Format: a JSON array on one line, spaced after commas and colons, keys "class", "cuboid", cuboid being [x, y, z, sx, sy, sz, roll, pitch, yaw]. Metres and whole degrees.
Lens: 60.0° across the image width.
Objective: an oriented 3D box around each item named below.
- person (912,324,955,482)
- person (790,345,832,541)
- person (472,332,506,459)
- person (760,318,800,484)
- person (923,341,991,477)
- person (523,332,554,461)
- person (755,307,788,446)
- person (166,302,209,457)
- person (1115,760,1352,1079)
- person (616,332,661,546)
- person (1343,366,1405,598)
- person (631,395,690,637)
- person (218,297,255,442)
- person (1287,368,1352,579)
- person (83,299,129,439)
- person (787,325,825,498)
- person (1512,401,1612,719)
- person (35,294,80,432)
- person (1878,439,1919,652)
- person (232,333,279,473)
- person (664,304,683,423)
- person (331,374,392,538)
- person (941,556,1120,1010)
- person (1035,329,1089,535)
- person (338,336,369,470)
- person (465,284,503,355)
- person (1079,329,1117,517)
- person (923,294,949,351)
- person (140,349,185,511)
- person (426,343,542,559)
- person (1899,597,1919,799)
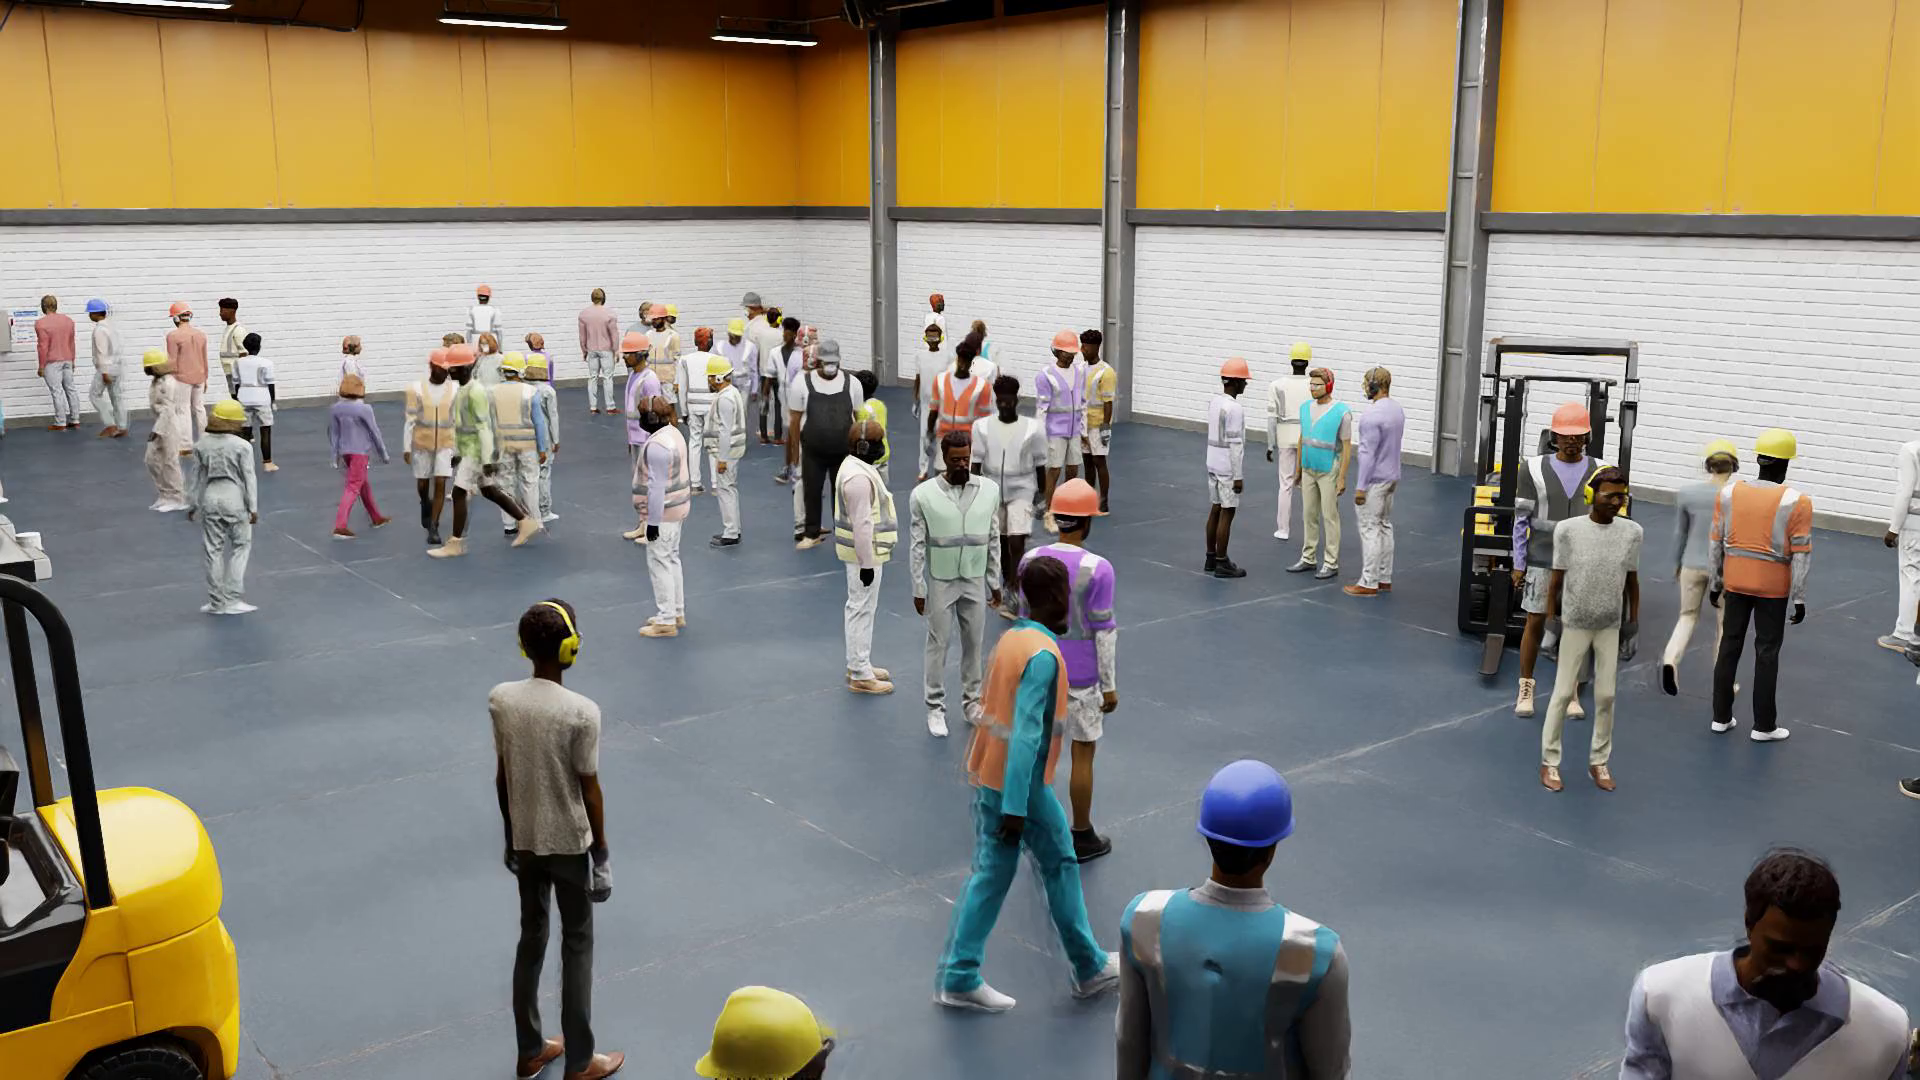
[{"class": "person", "cuboid": [-0.308, -1.590, 19.365, 0.519, 1.860, 0.320, 4, 12, 17]}, {"class": "person", "cuboid": [-1.434, -0.945, 16.159, 0.397, 1.900, 0.649, 1, 12, 4]}, {"class": "person", "cuboid": [-5.898, -1.791, 20.871, 0.497, 1.633, 0.279, 2, 12, 8]}, {"class": "person", "cuboid": [-1.967, -1.628, 19.382, 0.635, 1.926, 0.786, 7, 14, 32]}, {"class": "person", "cuboid": [-0.019, -1.007, 16.375, 0.687, 1.930, 0.614, 3, 12, 16]}, {"class": "person", "cuboid": [-5.277, -1.780, 20.832, 0.319, 1.631, 0.524, 7, 13, 30]}, {"class": "person", "cuboid": [-2.499, -2.185, 22.251, 0.526, 1.856, 0.350, 4, 12, 17]}, {"class": "person", "cuboid": [-9.902, -2.056, 21.320, 0.410, 1.980, 0.632, 4, 12, 20]}, {"class": "person", "cuboid": [0.687, 1.499, 4.221, 0.605, 1.948, 0.391, 5, 13, 25]}, {"class": "person", "cuboid": [-3.053, -0.961, 15.870, 0.389, 2.041, 0.614, -7, 13, -29]}, {"class": "person", "cuboid": [3.472, -0.483, 13.850, 0.374, 1.929, 0.636, 8, 14, 35]}, {"class": "person", "cuboid": [-2.275, -0.190, 12.678, 0.429, 1.830, 0.635, 0, 12, 1]}, {"class": "person", "cuboid": [-9.816, -2.299, 22.520, 0.367, 1.966, 0.603, -9, 15, -38]}, {"class": "person", "cuboid": [3.172, -0.588, 14.547, 0.373, 1.843, 0.571, -8, 14, -34]}, {"class": "person", "cuboid": [-11.737, -2.339, 22.817, 0.510, 1.928, 0.608, -1, 12, -4]}, {"class": "person", "cuboid": [-1.689, -1.419, 18.418, 0.402, 1.904, 0.651, -3, 12, -13]}, {"class": "person", "cuboid": [3.828, 0.134, 10.582, 0.608, 2.044, 0.377, 2, 12, 9]}, {"class": "person", "cuboid": [-12.788, -2.498, 23.547, 0.370, 1.941, 0.627, 4, 12, 18]}, {"class": "person", "cuboid": [7.048, -0.109, 12.138, 0.586, 1.883, 0.340, -2, 12, -9]}, {"class": "person", "cuboid": [-8.494, -1.649, 20.057, 0.539, 1.689, 0.330, 1, 12, 5]}, {"class": "person", "cuboid": [-4.236, -2.563, 24.292, 0.318, 1.764, 0.522, 3, 12, 13]}, {"class": "person", "cuboid": [-5.942, -0.838, 16.393, 0.502, 1.589, 0.870, 6, 13, 28]}, {"class": "person", "cuboid": [0.341, 1.006, 6.826, 0.926, 1.852, 0.680, -3, 12, -15]}, {"class": "person", "cuboid": [1.029, -1.063, 16.407, 0.612, 2.030, 0.403, -9, 15, -36]}, {"class": "person", "cuboid": [-7.421, -1.677, 20.337, 0.318, 1.630, 0.513, -5, 13, -22]}, {"class": "person", "cuboid": [-7.529, -3.077, 26.355, 0.554, 1.934, 0.383, -2, 12, -9]}, {"class": "person", "cuboid": [1.388, -1.225, 17.361, 0.378, 1.958, 0.606, -6, 13, -26]}, {"class": "person", "cuboid": [-0.335, -2.712, 24.713, 0.353, 1.884, 0.578, -7, 13, -29]}, {"class": "person", "cuboid": [-8.453, -1.148, 17.535, 0.505, 1.719, 0.443, 10, 15, 39]}, {"class": "person", "cuboid": [-4.434, -0.841, 15.438, 1.045, 1.995, 0.615, -5, 13, -25]}, {"class": "person", "cuboid": [5.484, 0.484, 9.080, 0.614, 1.962, 0.362, -1, 12, -3]}]
